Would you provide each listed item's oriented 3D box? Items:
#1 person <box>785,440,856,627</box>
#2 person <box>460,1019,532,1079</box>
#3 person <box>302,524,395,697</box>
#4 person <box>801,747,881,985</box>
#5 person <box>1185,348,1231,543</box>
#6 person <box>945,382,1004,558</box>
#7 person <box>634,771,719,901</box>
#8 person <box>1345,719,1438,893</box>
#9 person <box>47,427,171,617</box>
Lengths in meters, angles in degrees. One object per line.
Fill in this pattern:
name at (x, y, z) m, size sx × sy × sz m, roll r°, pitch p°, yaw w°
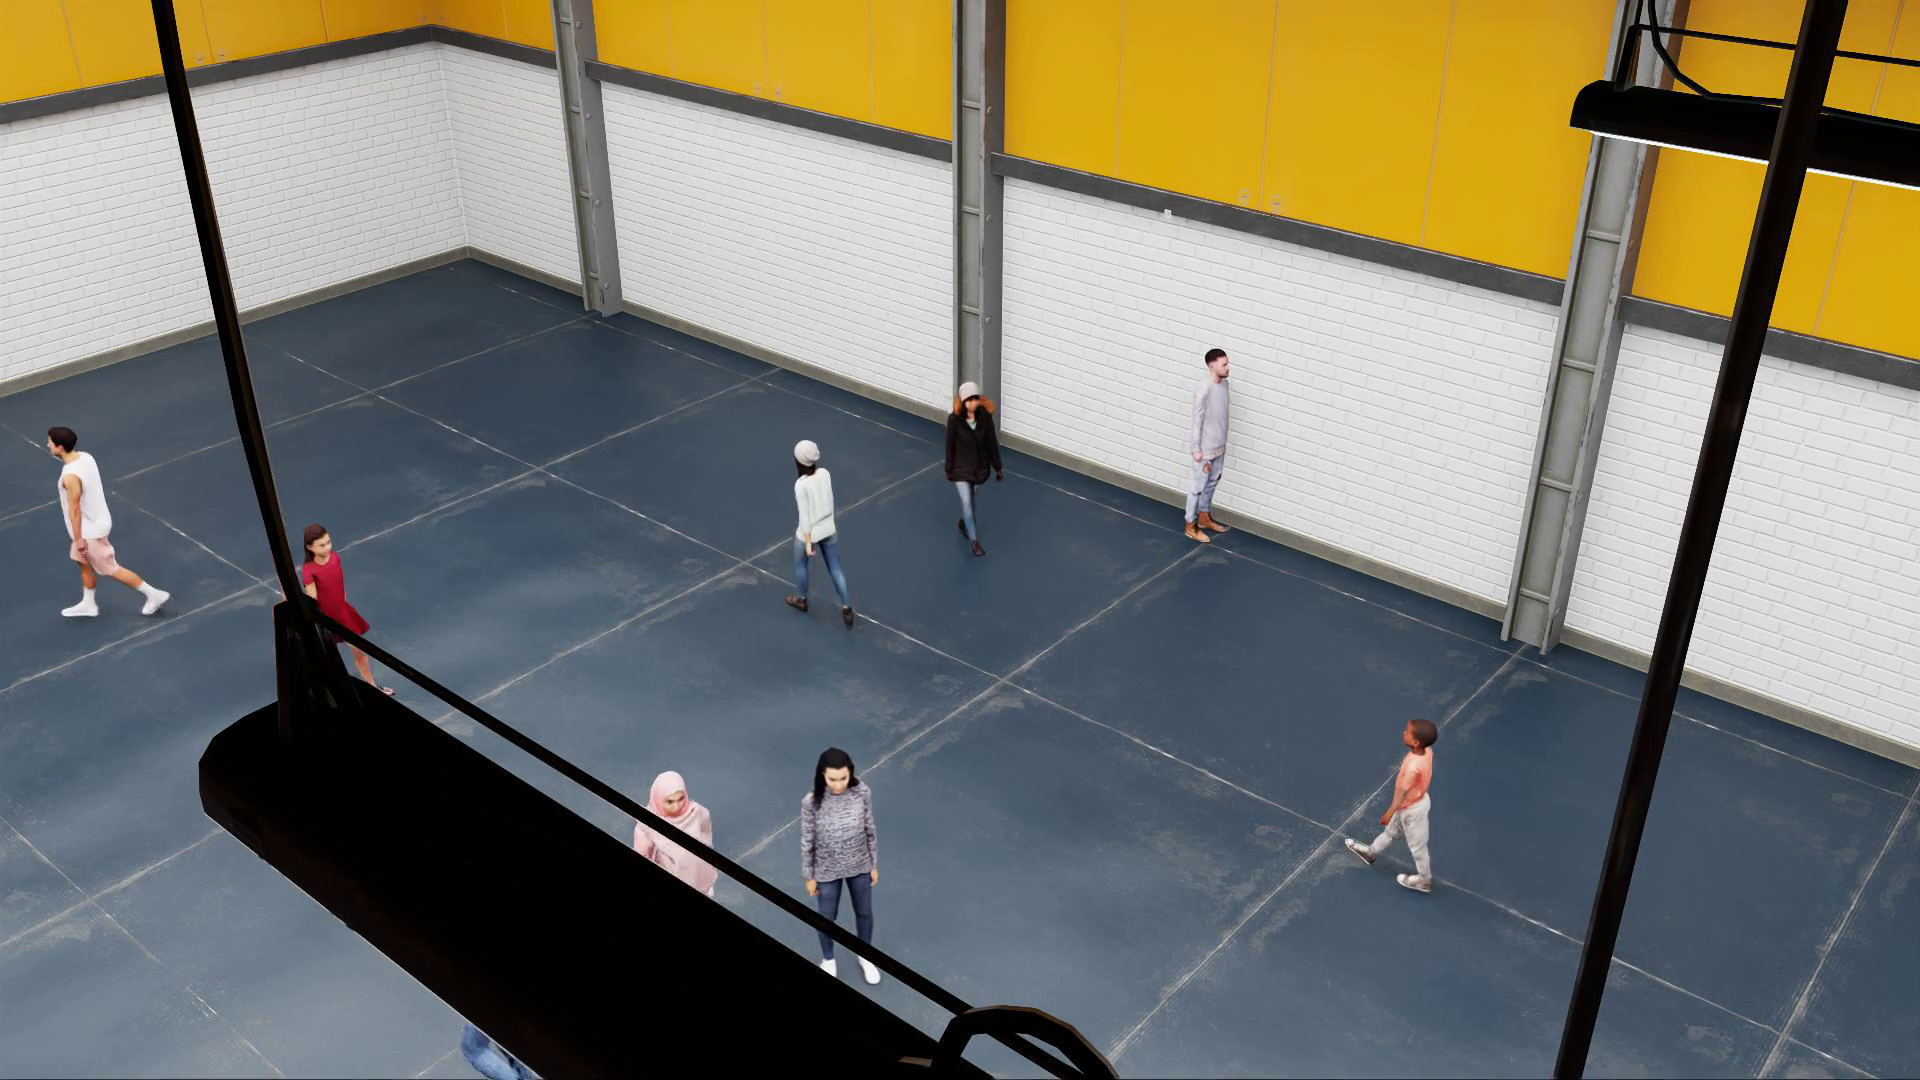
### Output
person at (-1.136, -0.033, 13.805) m, size 0.962 × 1.607 × 0.603 m, roll 24°, pitch 37°, yaw 37°
person at (-2.447, 2.511, 9.055) m, size 0.779 × 1.689 × 0.716 m, roll 3°, pitch 29°, yaw 6°
person at (-4.912, 0.551, 12.816) m, size 0.905 × 1.528 × 0.675 m, roll 13°, pitch 31°, yaw 23°
person at (-0.717, 1.950, 10.038) m, size 0.703 × 1.732 × 0.720 m, roll -8°, pitch 30°, yaw -15°
person at (2.260, -0.891, 15.137) m, size 0.542 × 1.837 × 0.668 m, roll 22°, pitch 36°, yaw 35°
person at (0.072, -0.695, 15.026) m, size 0.929 × 1.598 × 1.106 m, roll -11°, pitch 30°, yaw -19°
person at (-1.686, 2.079, 9.740) m, size 0.779 × 1.791 × 0.891 m, roll -16°, pitch 32°, yaw -27°
person at (3.016, 1.760, 10.856) m, size 0.885 × 1.283 × 0.601 m, roll 16°, pitch 32°, yaw 27°
person at (-7.117, -0.110, 13.791) m, size 1.153 × 1.756 × 1.153 m, roll -5°, pitch 29°, yaw -10°
